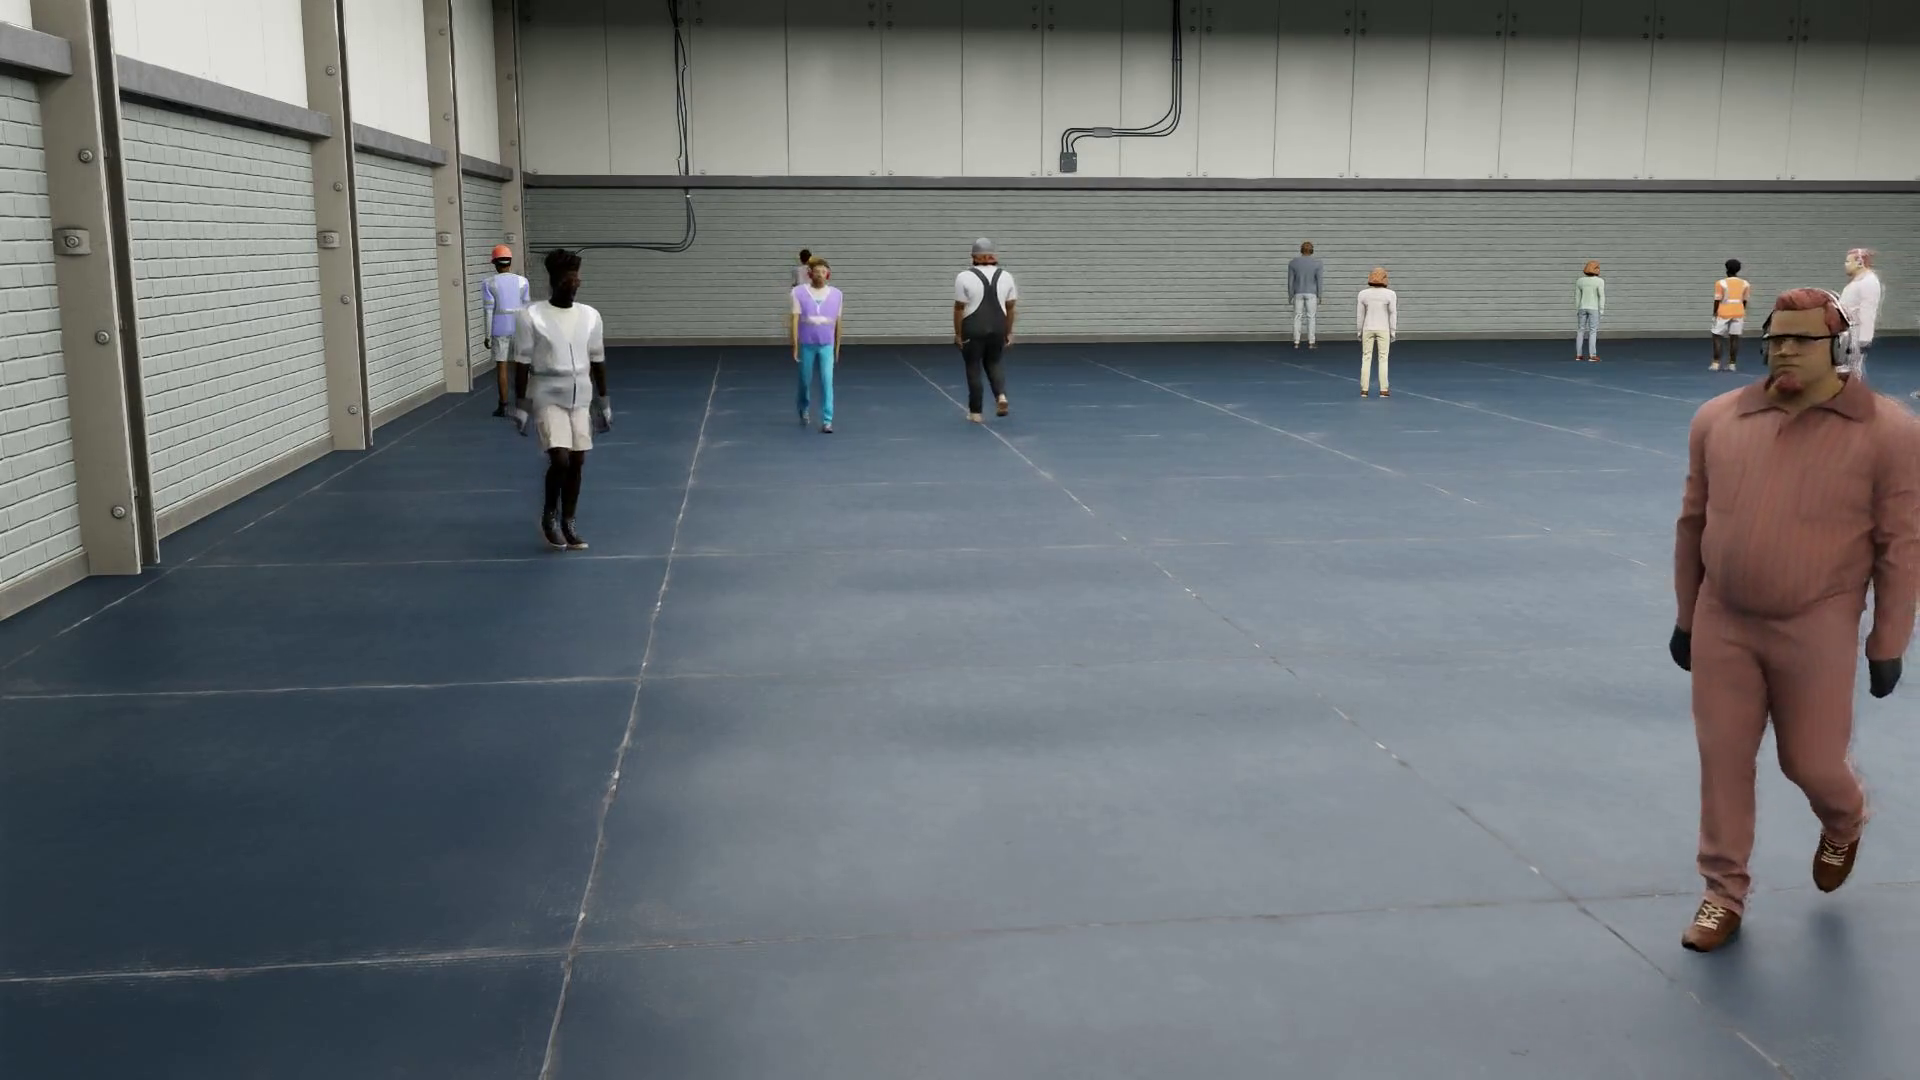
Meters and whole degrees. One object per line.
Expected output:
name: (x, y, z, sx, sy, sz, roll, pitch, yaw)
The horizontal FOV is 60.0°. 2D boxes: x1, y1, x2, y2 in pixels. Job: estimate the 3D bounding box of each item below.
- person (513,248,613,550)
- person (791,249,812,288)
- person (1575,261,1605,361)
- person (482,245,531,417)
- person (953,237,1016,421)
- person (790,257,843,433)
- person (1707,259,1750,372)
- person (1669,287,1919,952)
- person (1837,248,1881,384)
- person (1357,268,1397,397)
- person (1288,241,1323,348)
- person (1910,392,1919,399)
person: (-2.541, -0.886, 10.674, 0.643, 1.945, 0.449, -10, 14, -43)
person: (-2.603, -4.026, 28.250, 0.538, 1.827, 0.948, 3, 11, 17)
person: (10.322, -3.753, 27.263, 0.286, 1.633, 0.500, -9, 14, -41)
person: (-5.114, -2.350, 18.762, 0.542, 1.929, 0.368, -7, 12, -33)
person: (0.225, -2.322, 18.300, 0.687, 2.000, 0.536, -4, 11, -23)
person: (-1.507, -2.049, 17.430, 0.566, 1.821, 0.858, -2, 11, -13)
person: (11.557, -3.367, 24.989, 0.574, 1.694, 0.323, 0, 10, -2)
person: (2.394, 0.220, 4.797, 0.709, 1.887, 0.650, -10, 14, -44)
person: (9.689, -2.219, 18.142, 0.485, 1.890, 0.686, 3, 11, 15)
person: (5.284, -2.630, 21.105, 0.498, 1.633, 0.282, 5, 11, 25)
person: (6.276, -4.450, 30.250, 0.630, 1.938, 0.369, 4, 11, 20)
person: (12.260, -2.641, 20.318, 0.630, 1.951, 1.009, -8, 13, -37)
